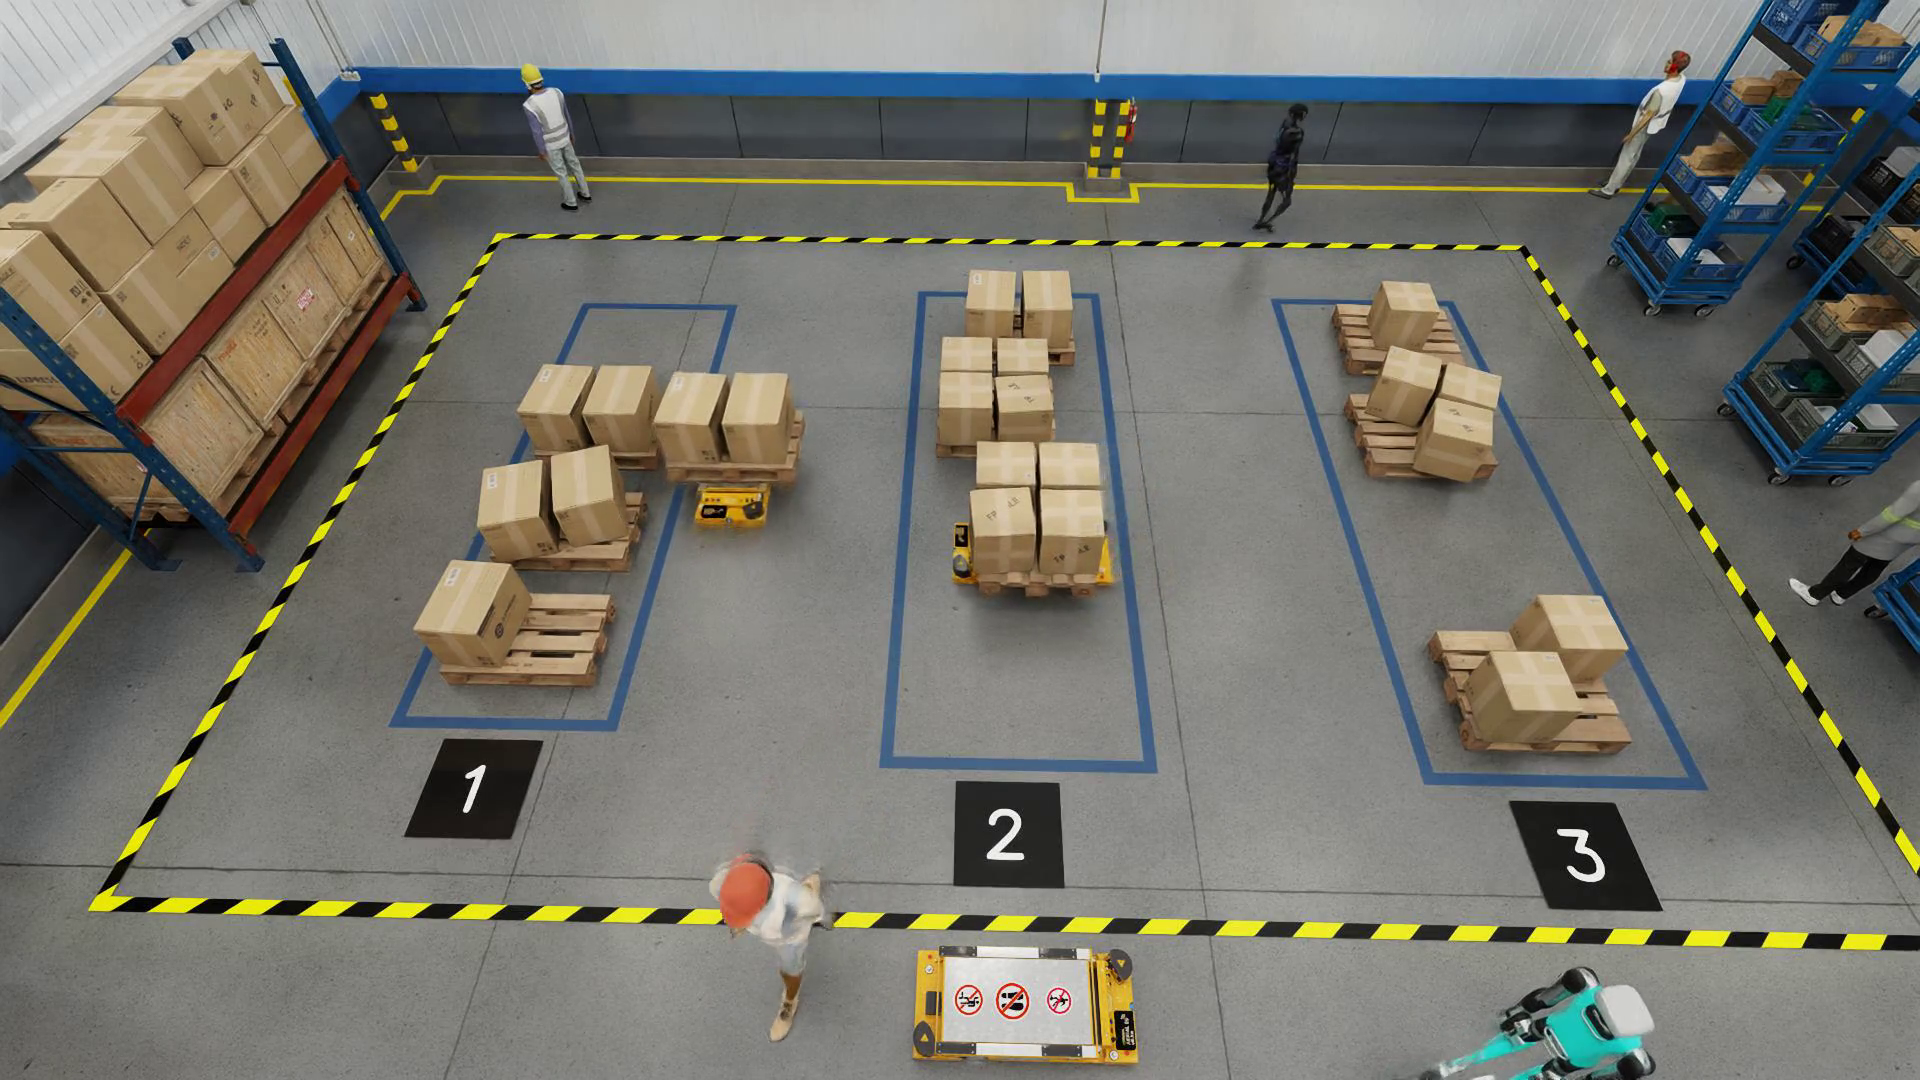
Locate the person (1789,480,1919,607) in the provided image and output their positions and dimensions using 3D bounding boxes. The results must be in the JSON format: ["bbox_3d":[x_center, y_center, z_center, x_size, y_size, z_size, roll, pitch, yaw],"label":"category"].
[{"bbox_3d":[7.704,-0.095,7.541,0.596,1.852,0.372,0,51,0],"label":"person"}]

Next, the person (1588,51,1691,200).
[{"bbox_3d":[8.796,-5.295,11.783,0.564,1.847,0.388,-32,58,-23],"label":"person"}]

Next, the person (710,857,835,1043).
[{"bbox_3d":[-1.079,2.243,5.545,0.616,1.996,1.038,13,52,10],"label":"person"}]

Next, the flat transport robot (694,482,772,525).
[{"bbox_3d":[-2.170,-0.757,9.085,0.652,0.197,1.431,1,51,1],"label":"flat transport robot"}]

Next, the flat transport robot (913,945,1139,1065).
[{"bbox_3d":[0.422,3.041,6.007,1.431,0.231,0.659,1,51,1],"label":"flat transport robot"}]

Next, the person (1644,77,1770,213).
[{"bbox_3d":[9.361,-4.678,11.256,0.548,1.893,0.991,-8,51,-6],"label":"person"}]

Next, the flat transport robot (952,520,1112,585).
[{"bbox_3d":[0.652,0.090,8.395,1.431,0.197,0.652,1,51,1],"label":"flat transport robot"}]

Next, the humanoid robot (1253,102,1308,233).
[{"bbox_3d":[3.981,-4.582,11.312,0.349,1.653,0.583,-8,51,-7],"label":"humanoid robot"}]

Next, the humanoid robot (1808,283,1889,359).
[{"bbox_3d":[9.363,-2.276,9.459,0.602,1.626,0.754,7,51,6],"label":"humanoid robot"}]

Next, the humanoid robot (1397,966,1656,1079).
[{"bbox_3d":[3.004,2.957,5.147,0.933,1.794,0.558,-11,52,-9],"label":"humanoid robot"}]

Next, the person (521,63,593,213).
[{"bbox_3d":[-5.140,-5.070,11.609,0.404,1.830,0.599,24,55,18],"label":"person"}]
